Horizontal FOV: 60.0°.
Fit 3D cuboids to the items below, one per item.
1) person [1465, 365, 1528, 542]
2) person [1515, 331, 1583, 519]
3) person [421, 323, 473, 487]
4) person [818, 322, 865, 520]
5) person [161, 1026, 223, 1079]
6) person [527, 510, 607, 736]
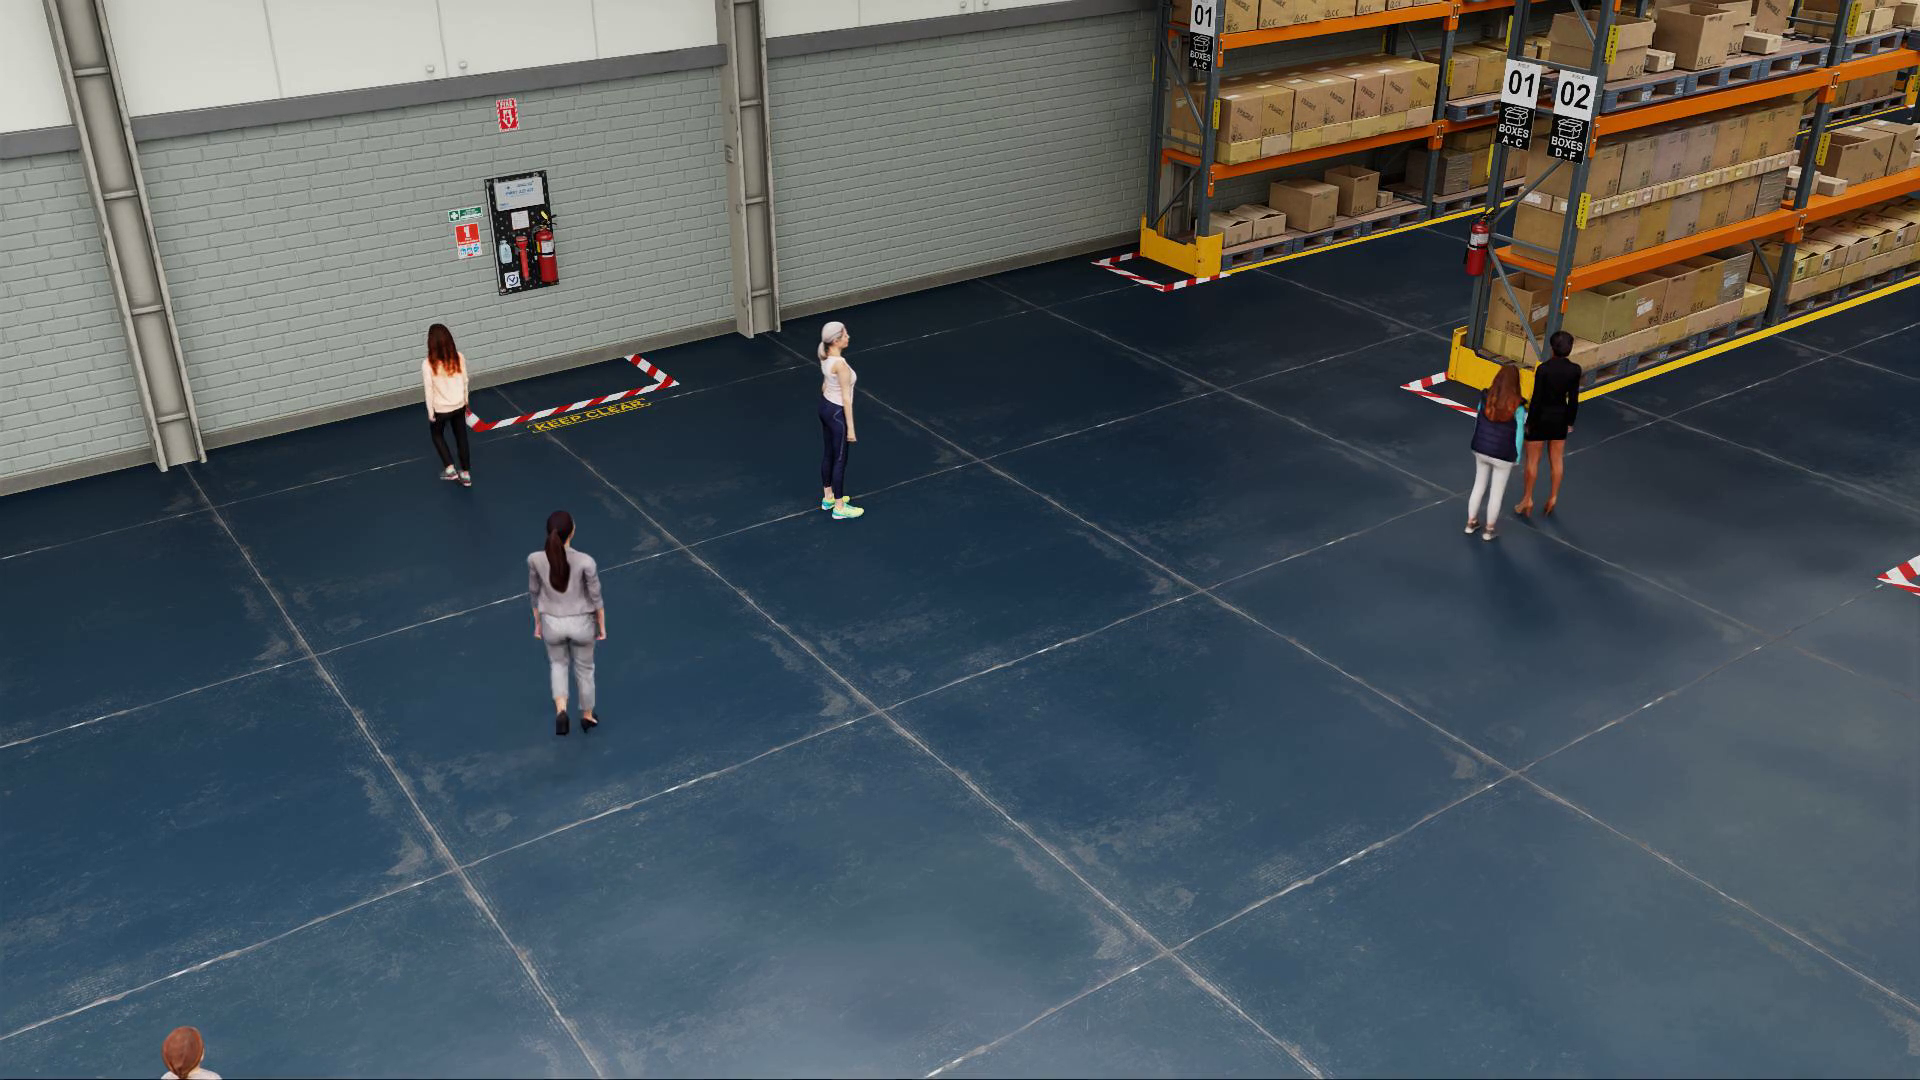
[{"bbox_3d":[4.361,-0.716,13.547,0.625,1.501,0.612,-25,36,-39],"label":"person"},{"bbox_3d":[4.907,-0.963,13.875,0.681,1.640,0.754,-2,27,-4],"label":"person"},{"bbox_3d":[-4.405,-1.143,14.405,0.539,1.475,0.671,-23,35,-37],"label":"person"},{"bbox_3d":[-1.042,-1.019,13.915,0.561,1.702,0.632,-14,30,-25],"label":"person"},{"bbox_3d":[-3.337,2.645,7.355,0.536,1.193,0.601,4,27,7],"label":"person"},{"bbox_3d":[-2.559,0.610,10.792,0.822,1.665,0.879,1,27,1],"label":"person"}]
